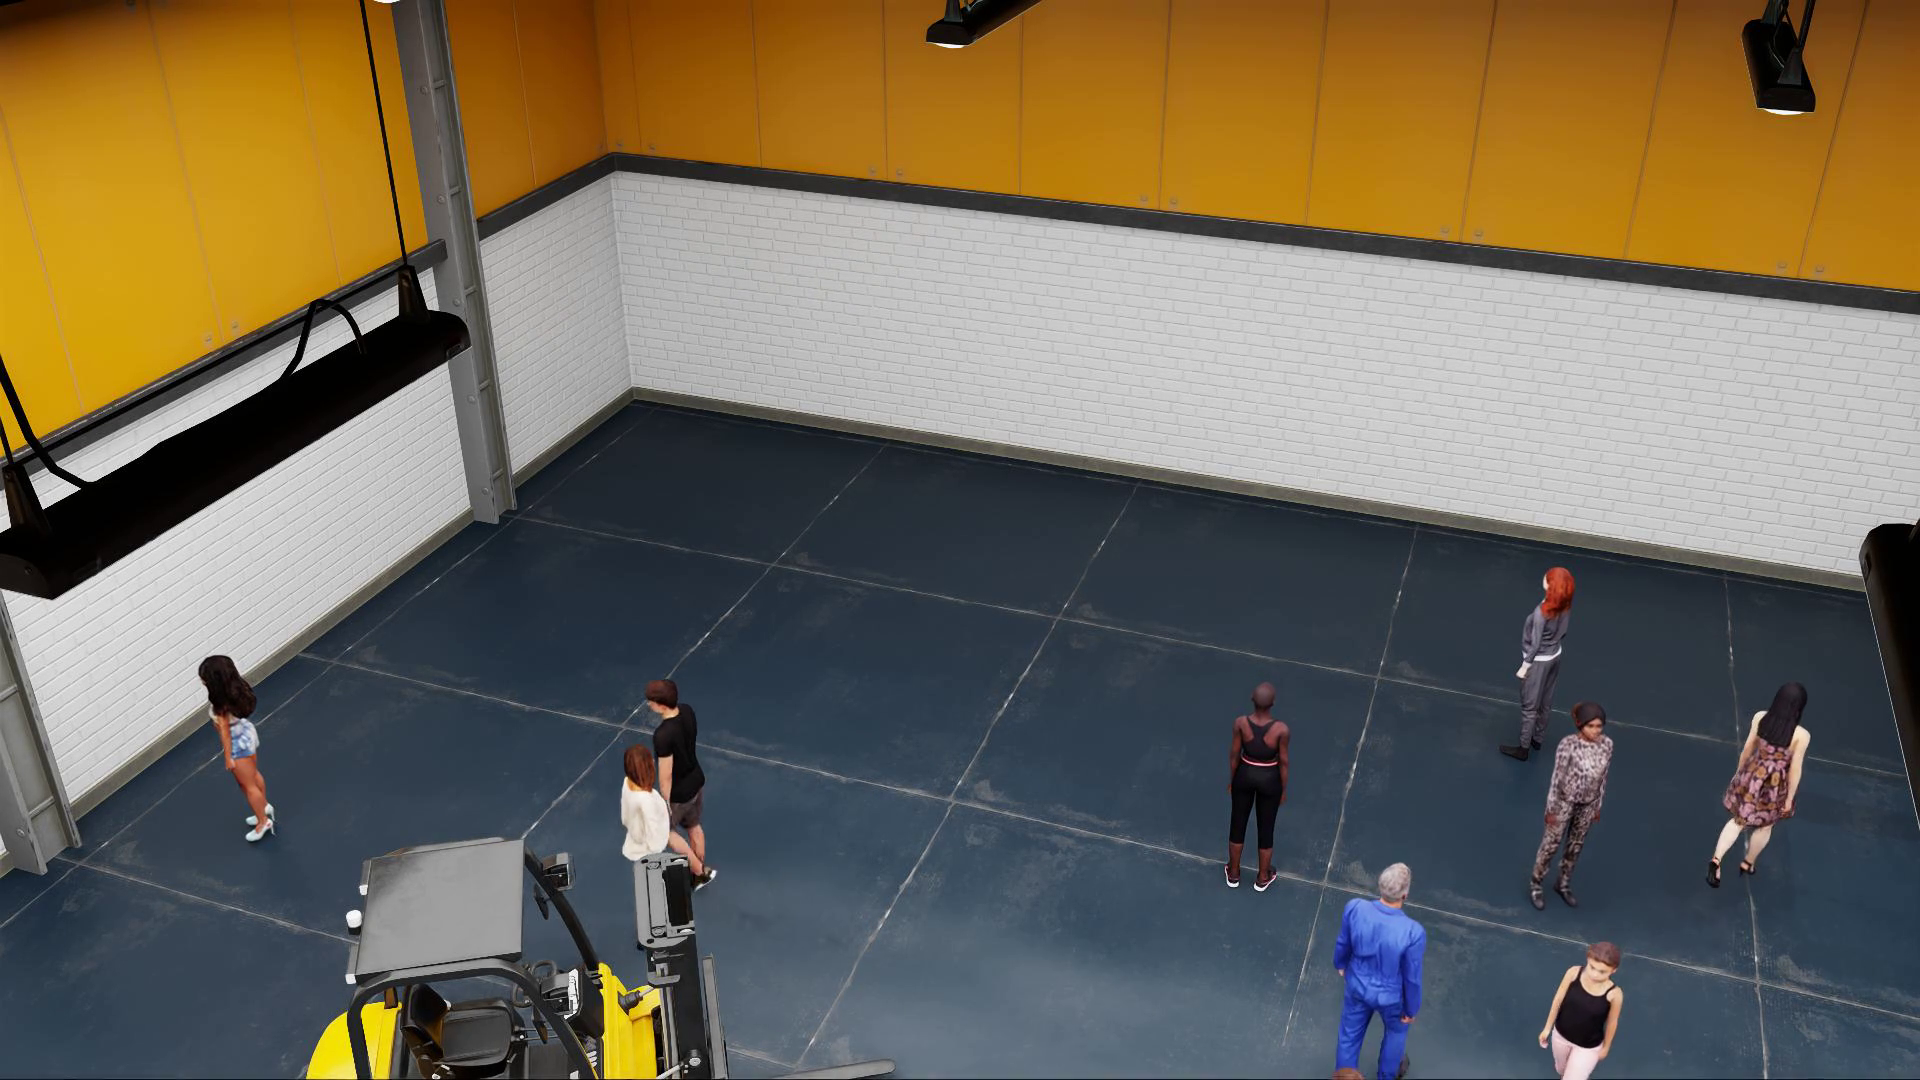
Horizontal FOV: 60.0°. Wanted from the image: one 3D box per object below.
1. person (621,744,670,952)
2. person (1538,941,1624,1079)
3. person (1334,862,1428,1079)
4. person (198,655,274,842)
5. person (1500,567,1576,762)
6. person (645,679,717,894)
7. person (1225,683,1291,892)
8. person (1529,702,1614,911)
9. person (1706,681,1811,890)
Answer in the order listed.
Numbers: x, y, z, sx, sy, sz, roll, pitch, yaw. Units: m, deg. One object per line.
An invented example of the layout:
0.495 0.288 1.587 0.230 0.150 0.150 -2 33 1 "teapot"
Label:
-2.211 2.157 11.488 0.822 1.675 0.764 -13 31 -23 "person"
3.767 2.996 10.099 0.802 1.533 1.088 25 37 38 "person"
2.509 2.798 10.171 0.888 1.812 0.957 19 34 31 "person"
-5.479 1.560 12.639 0.728 1.621 0.653 -7 29 -13 "person"
4.723 0.991 13.516 0.606 1.779 0.717 -21 35 -33 "person"
-1.944 1.792 11.977 0.777 1.847 0.633 12 31 20 "person"
2.150 1.785 12.084 0.585 1.757 0.529 9 30 16 "person"
4.395 1.898 11.923 0.666 1.714 0.688 -3 29 -5 "person"
5.756 1.835 11.997 1.108 1.753 0.917 -22 36 -35 "person"
